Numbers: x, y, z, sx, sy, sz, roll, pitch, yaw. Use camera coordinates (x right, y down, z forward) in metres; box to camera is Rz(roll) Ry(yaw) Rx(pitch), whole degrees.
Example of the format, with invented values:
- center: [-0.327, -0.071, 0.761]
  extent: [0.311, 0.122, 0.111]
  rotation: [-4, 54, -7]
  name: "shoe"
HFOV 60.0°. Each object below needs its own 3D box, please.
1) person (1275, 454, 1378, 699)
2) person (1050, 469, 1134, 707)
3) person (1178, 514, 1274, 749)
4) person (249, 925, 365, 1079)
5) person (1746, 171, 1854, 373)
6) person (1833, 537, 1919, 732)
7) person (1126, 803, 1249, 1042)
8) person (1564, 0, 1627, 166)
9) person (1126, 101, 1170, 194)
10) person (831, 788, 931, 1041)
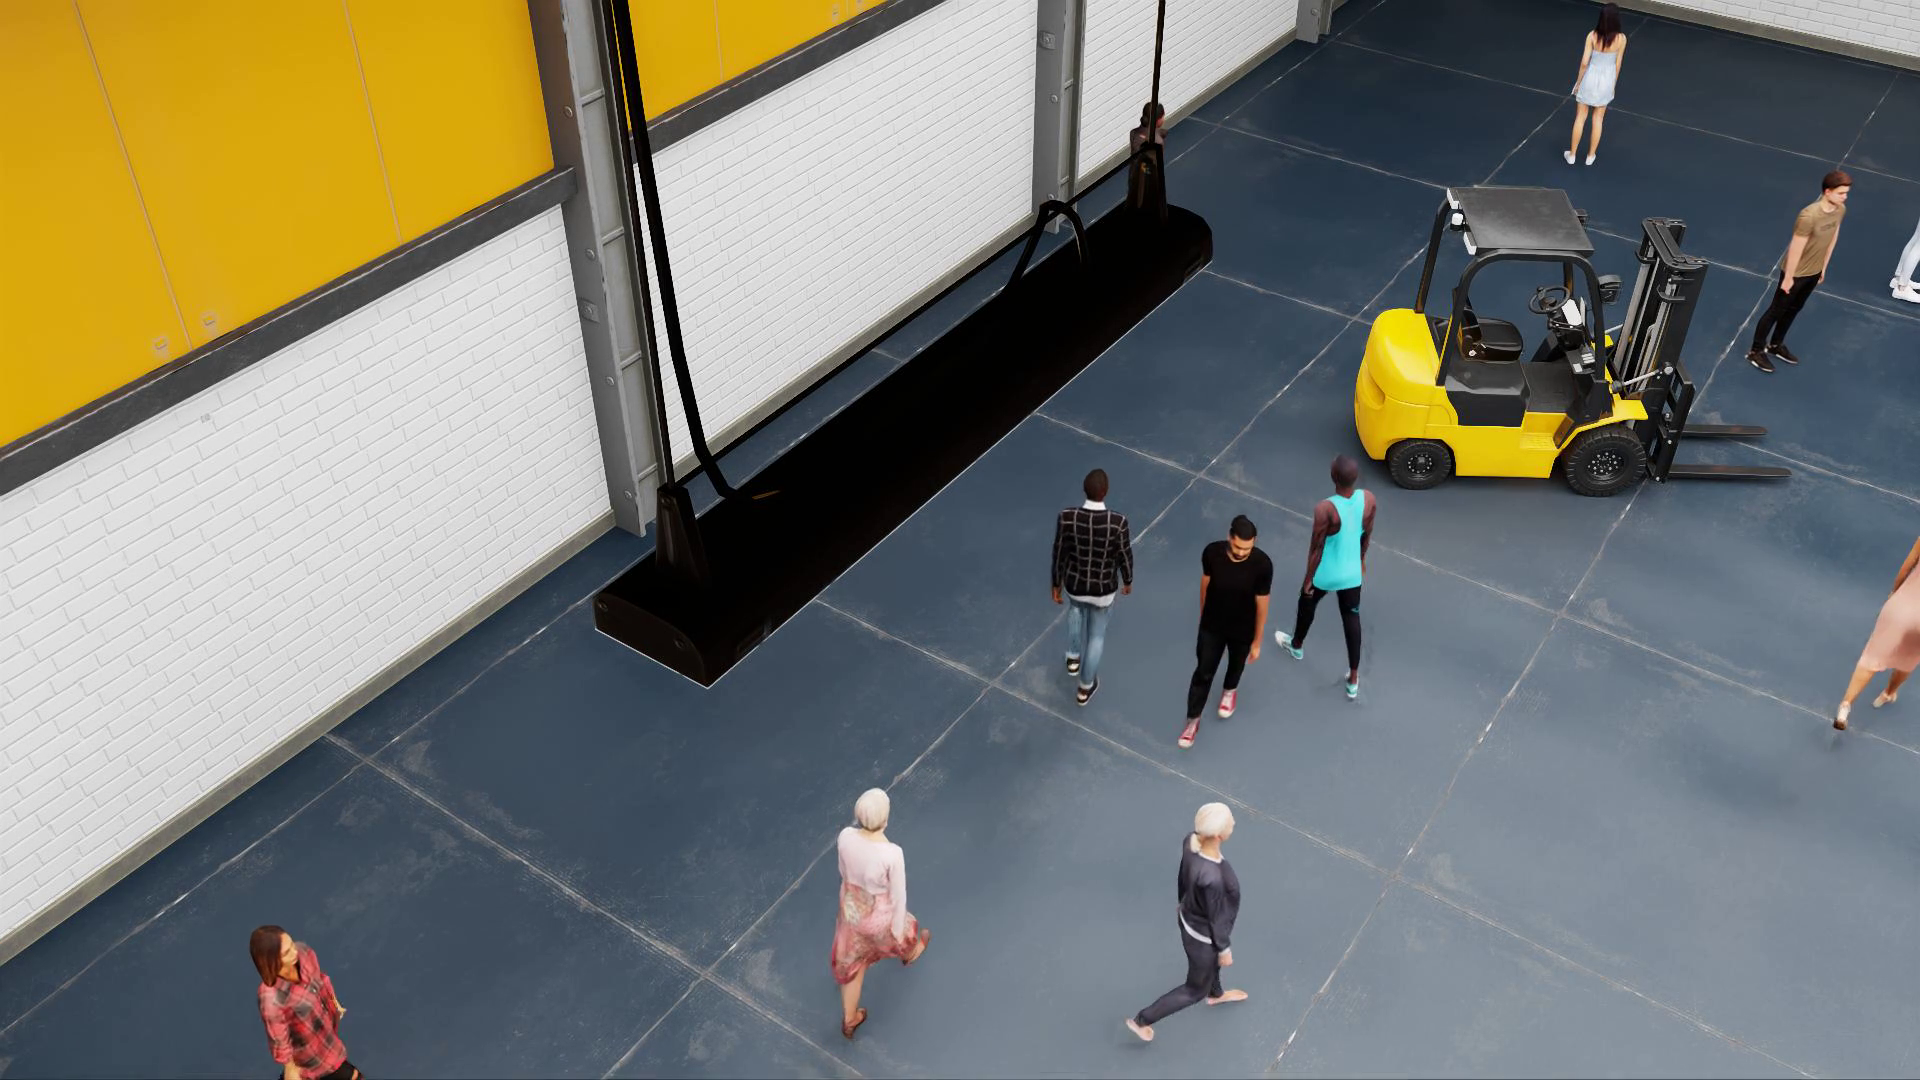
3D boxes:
- center: [2.558, 0.266, 11.129]
  extent: [1.045, 1.785, 1.059]
  rotation: [-8, 39, -10]
  name: "person"
- center: [0.841, 0.366, 10.991]
  extent: [0.777, 1.800, 0.833]
  rotation: [13, 40, 15]
  name: "person"
- center: [1.799, 0.491, 10.895]
  extent: [0.809, 1.724, 1.051]
  rotation: [11, 40, 14]
  name: "person"
- center: [-3.361, 2.513, 8.410]
  extent: [1.062, 1.666, 1.094]
  rotation: [0, 39, 0]
  name: "person"
- center: [7.255, -2.338, 14.337]
  extent: [0.649, 1.849, 0.789]
  rotation: [-19, 42, -22]
  name: "person"
- center: [6.126, 0.529, 10.781]
  extent: [1.120, 1.806, 0.764]
  rotation: [-28, 46, -31]
  name: "person"
- center: [1.254, 2.080, 8.921]
  extent: [1.052, 1.705, 1.014]
  rotation: [-6, 39, -7]
  name: "person"
- center: [6.698, -4.795, 17.510]
  extent: [0.660, 1.730, 0.648]
  rotation: [8, 39, 10]
  name: "person"
- center: [1.744, -3.364, 15.775]
  extent: [0.652, 1.659, 0.601]
  rotation: [24, 44, 27]
  name: "person"
- center: [-0.517, 2.069, 8.980]
  extent: [0.738, 1.648, 1.092]
  rotation: [16, 41, 19]
  name: "person"
